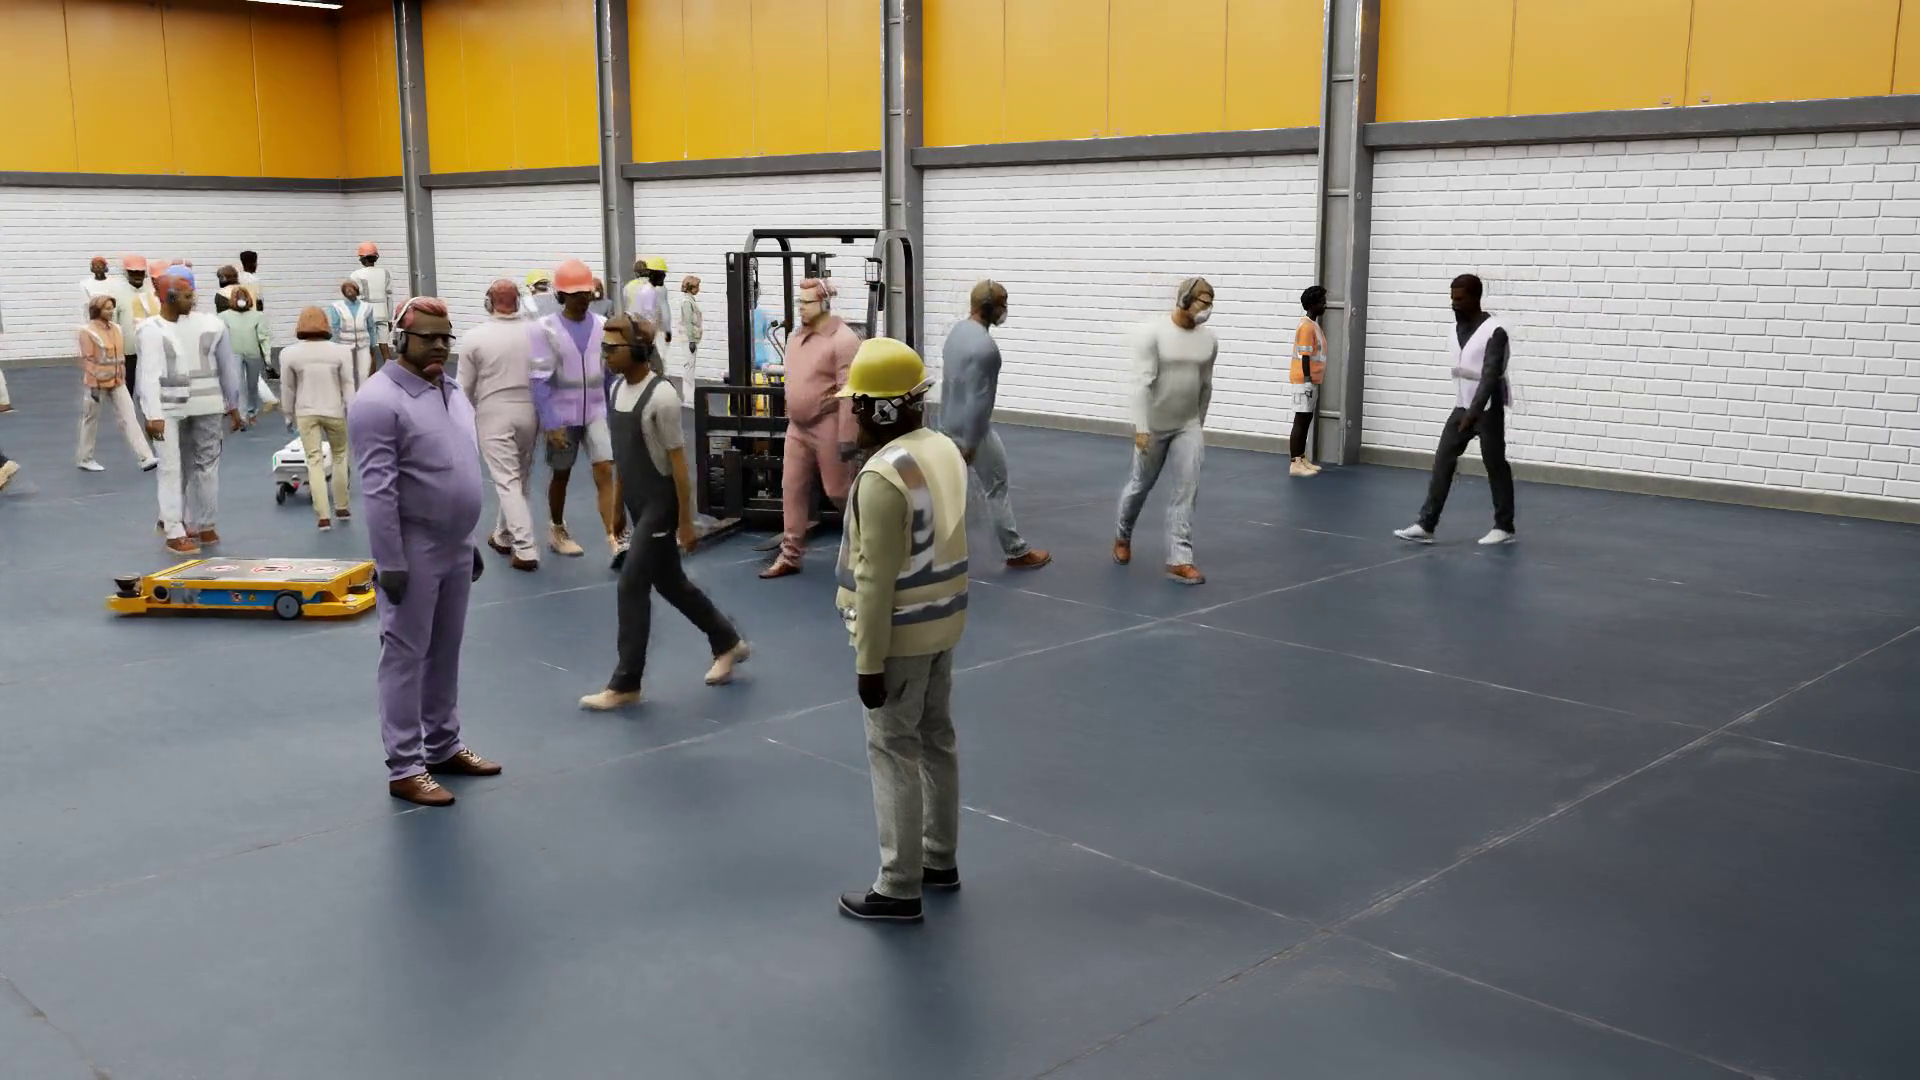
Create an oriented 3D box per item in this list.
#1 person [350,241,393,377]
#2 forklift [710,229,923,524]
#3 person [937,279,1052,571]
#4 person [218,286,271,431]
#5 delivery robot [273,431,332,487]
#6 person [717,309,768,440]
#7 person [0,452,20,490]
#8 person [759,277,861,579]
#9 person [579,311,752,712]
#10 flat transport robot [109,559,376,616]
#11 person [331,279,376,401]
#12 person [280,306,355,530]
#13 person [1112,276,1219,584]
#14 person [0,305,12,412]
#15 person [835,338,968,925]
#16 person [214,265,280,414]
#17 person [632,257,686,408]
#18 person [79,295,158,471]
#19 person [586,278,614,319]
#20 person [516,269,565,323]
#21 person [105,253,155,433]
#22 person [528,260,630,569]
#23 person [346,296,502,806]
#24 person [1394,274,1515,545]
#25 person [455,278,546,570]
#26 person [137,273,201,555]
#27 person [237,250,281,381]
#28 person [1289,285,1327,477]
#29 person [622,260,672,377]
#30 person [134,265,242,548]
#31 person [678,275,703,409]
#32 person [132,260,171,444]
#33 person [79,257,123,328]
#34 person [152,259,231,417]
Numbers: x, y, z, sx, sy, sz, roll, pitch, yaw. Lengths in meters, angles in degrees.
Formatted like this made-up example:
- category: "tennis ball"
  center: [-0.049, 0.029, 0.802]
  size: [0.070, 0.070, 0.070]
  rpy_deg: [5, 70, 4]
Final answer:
- category: "person"
  center: [-7.938, -2.996, 22.462]
  size: [0.365, 2.048, 0.608]
  rpy_deg: [8, 13, 38]
- category: "forklift"
  center: [-1.050, -1.319, 12.920]
  size: [1.214, 2.155, 2.313]
  rpy_deg: [2, 11, 13]
- category: "person"
  center: [0.058, -0.680, 10.348]
  size: [1.075, 1.874, 0.639]
  rpy_deg: [-5, 12, -27]
- category: "person"
  center: [-7.882, -2.010, 18.353]
  size: [0.511, 1.580, 0.882]
  rpy_deg: [-5, 11, -25]
- category: "delivery robot"
  center: [-5.309, -0.654, 13.507]
  size: [0.477, 0.478, 0.707]
  rpy_deg: [-1, 10, -5]
- category: "person"
  center: [-2.228, -1.821, 17.086]
  size: [0.813, 1.655, 0.567]
  rpy_deg: [10, 14, 42]
- category: "person"
  center: [-8.002, -1.308, 13.274]
  size: [0.745, 2.000, 0.689]
  rpy_deg: [-8, 13, -38]
- category: "person"
  center: [-0.861, -0.709, 10.469]
  size: [0.659, 1.876, 0.850]
  rpy_deg: [10, 14, 42]
- category: "person"
  center: [-1.347, -0.151, 7.652]
  size: [0.887, 1.810, 0.518]
  rpy_deg: [-7, 13, -34]
- category: "flat transport robot"
  center: [-4.024, 0.260, 9.558]
  size: [1.431, 0.197, 0.652]
  rpy_deg: [1, 10, 5]
- category: "person"
  center: [-7.315, -2.345, 20.066]
  size: [0.521, 1.616, 0.611]
  rpy_deg: [-6, 12, -29]
- category: "person"
  center: [-4.689, -0.900, 12.199]
  size: [0.515, 1.604, 0.721]
  rpy_deg: [-4, 11, -18]
- category: "person"
  center: [1.290, -0.712, 10.462]
  size: [0.658, 1.886, 0.943]
  rpy_deg: [-4, 11, -21]
- category: "person"
  center: [-11.708, -2.461, 20.047]
  size: [0.343, 1.870, 0.530]
  rpy_deg: [-3, 11, -18]
- category: "person"
  center: [-0.187, 0.285, 5.195]
  size: [0.403, 1.825, 0.596]
  rpy_deg: [4, 11, 23]
- category: "person"
  center: [-8.559, -2.391, 19.880]
  size: [0.943, 1.790, 0.645]
  rpy_deg: [2, 11, 12]
- category: "person"
  center: [-3.683, -2.438, 19.922]
  size: [0.810, 1.873, 0.618]
  rpy_deg: [-3, 11, -14]
- category: "person"
  center: [-7.628, -1.393, 14.938]
  size: [0.879, 1.588, 0.539]
  rpy_deg: [3, 11, 17]
- category: "person"
  center: [-4.601, -2.501, 20.985]
  size: [0.536, 1.581, 0.821]
  rpy_deg: [-3, 11, -15]
- category: "person"
  center: [-4.521, -2.047, 18.065]
  size: [0.954, 1.780, 0.630]
  rpy_deg: [10, 14, 43]
- category: "person"
  center: [-8.781, -2.075, 17.726]
  size: [0.624, 1.958, 1.004]
  rpy_deg: [-8, 13, -38]
- category: "person"
  center: [-2.445, -0.804, 10.716]
  size: [0.657, 1.968, 1.110]
  rpy_deg: [-7, 13, -35]
- category: "person"
  center: [-2.010, 0.034, 6.342]
  size: [0.401, 1.904, 0.640]
  rpy_deg: [3, 11, 15]
- category: "person"
  center: [3.452, -0.867, 11.358]
  size: [0.980, 1.865, 0.596]
  rpy_deg: [-5, 11, -23]
- category: "person"
  center: [-2.958, -0.760, 10.797]
  size: [0.667, 1.852, 0.986]
  rpy_deg: [-8, 13, -37]
- category: "person"
  center: [-5.365, -0.840, 11.174]
  size: [0.513, 1.883, 0.794]
  rpy_deg: [1, 10, 4]
- category: "person"
  center: [-10.349, -3.242, 24.140]
  size: [0.612, 1.930, 0.974]
  rpy_deg: [5, 11, 25]
- category: "person"
  center: [3.098, -1.413, 14.810]
  size: [0.320, 1.694, 0.531]
  rpy_deg: [4, 11, 20]
- category: "person"
  center: [-3.967, -2.692, 21.487]
  size: [0.764, 1.814, 0.431]
  rpy_deg: [4, 11, 22]
- category: "person"
  center: [-5.261, -0.903, 11.382]
  size: [0.629, 1.932, 0.444]
  rpy_deg: [-3, 11, -14]
- category: "person"
  center: [-3.321, -2.437, 20.530]
  size: [0.308, 1.639, 0.510]
  rpy_deg: [-2, 11, -9]
- category: "person"
  center: [-8.040, -1.870, 16.795]
  size: [0.563, 1.891, 1.018]
  rpy_deg: [-8, 13, -37]
- category: "person"
  center: [-12.073, -3.074, 23.470]
  size: [0.584, 1.846, 0.967]
  rpy_deg: [-3, 11, -17]
- category: "person"
  center: [-8.986, -2.287, 19.156]
  size: [0.718, 1.858, 0.725]
  rpy_deg: [2, 11, 12]
